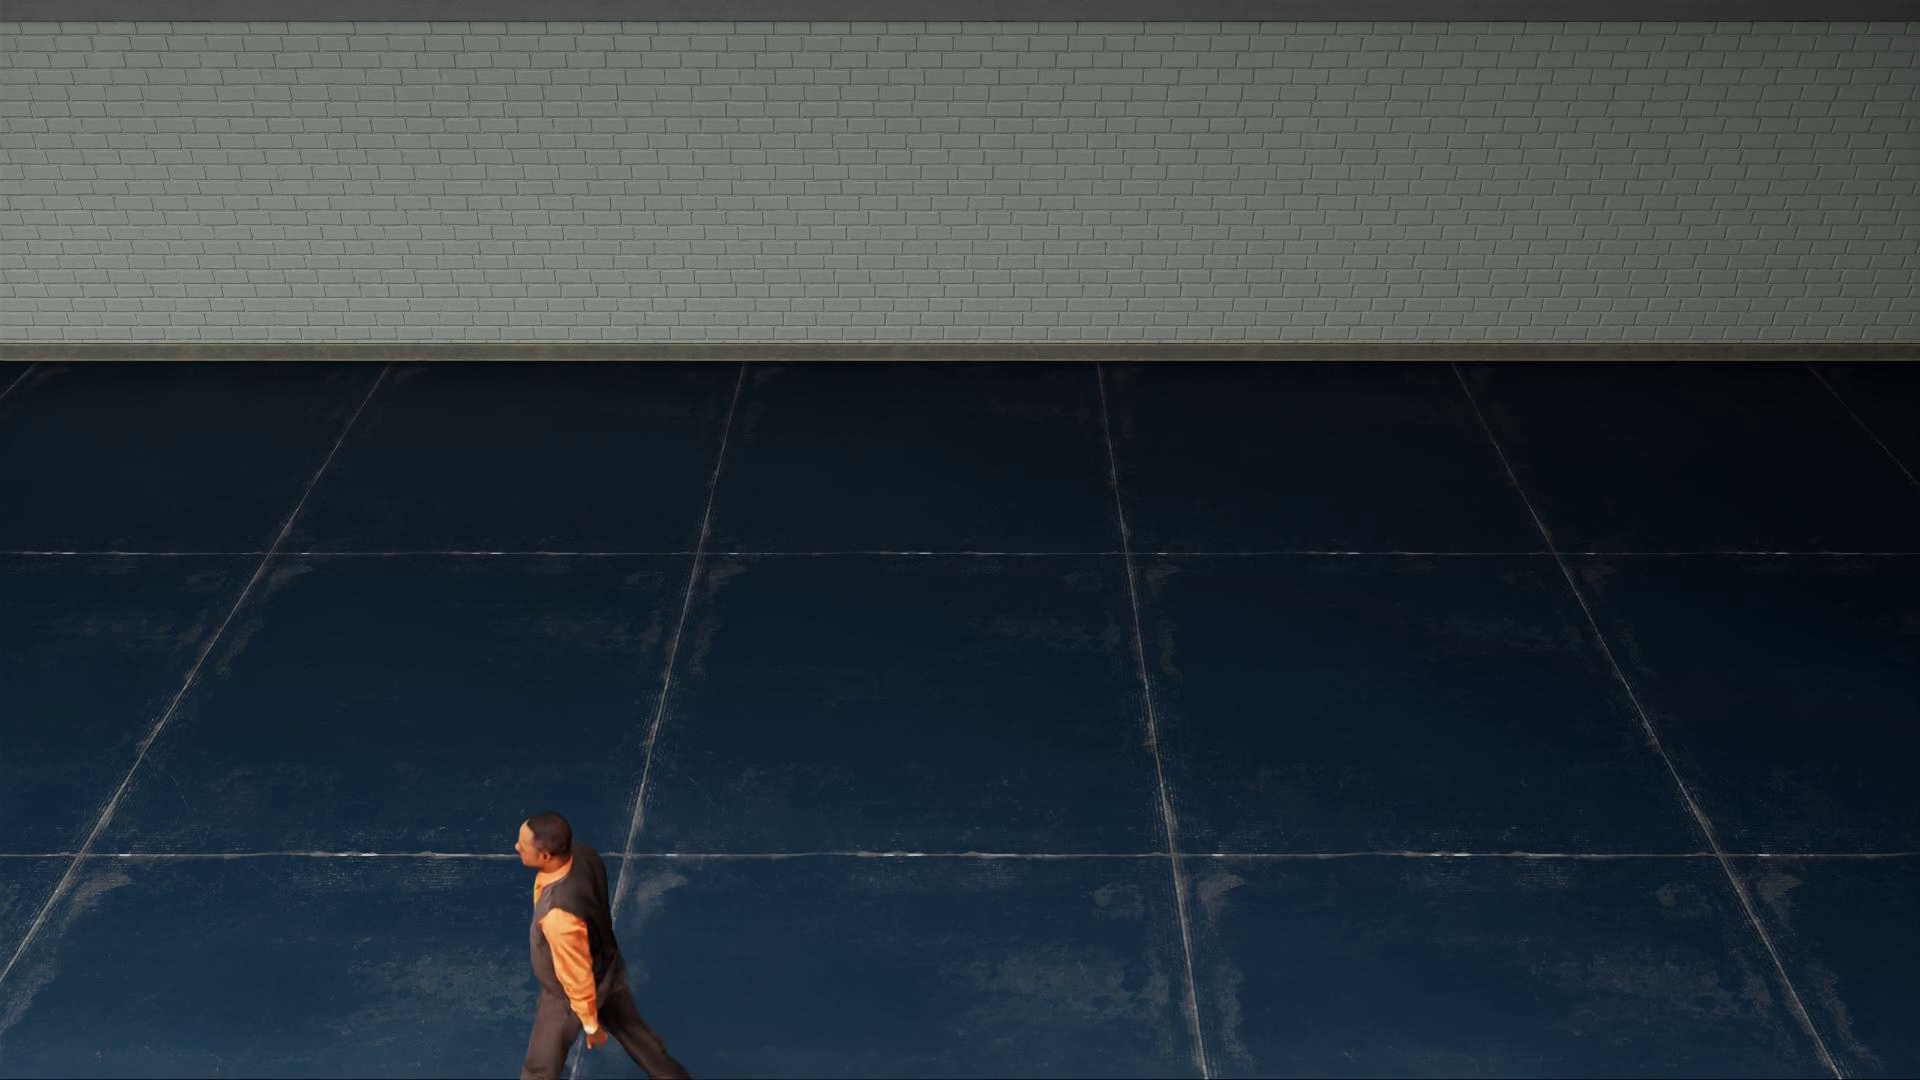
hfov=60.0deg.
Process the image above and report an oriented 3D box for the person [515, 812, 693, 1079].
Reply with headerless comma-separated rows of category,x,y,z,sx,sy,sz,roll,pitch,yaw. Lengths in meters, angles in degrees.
person,-1.519,1.898,7.154,0.798,1.857,1.213,2,33,3
